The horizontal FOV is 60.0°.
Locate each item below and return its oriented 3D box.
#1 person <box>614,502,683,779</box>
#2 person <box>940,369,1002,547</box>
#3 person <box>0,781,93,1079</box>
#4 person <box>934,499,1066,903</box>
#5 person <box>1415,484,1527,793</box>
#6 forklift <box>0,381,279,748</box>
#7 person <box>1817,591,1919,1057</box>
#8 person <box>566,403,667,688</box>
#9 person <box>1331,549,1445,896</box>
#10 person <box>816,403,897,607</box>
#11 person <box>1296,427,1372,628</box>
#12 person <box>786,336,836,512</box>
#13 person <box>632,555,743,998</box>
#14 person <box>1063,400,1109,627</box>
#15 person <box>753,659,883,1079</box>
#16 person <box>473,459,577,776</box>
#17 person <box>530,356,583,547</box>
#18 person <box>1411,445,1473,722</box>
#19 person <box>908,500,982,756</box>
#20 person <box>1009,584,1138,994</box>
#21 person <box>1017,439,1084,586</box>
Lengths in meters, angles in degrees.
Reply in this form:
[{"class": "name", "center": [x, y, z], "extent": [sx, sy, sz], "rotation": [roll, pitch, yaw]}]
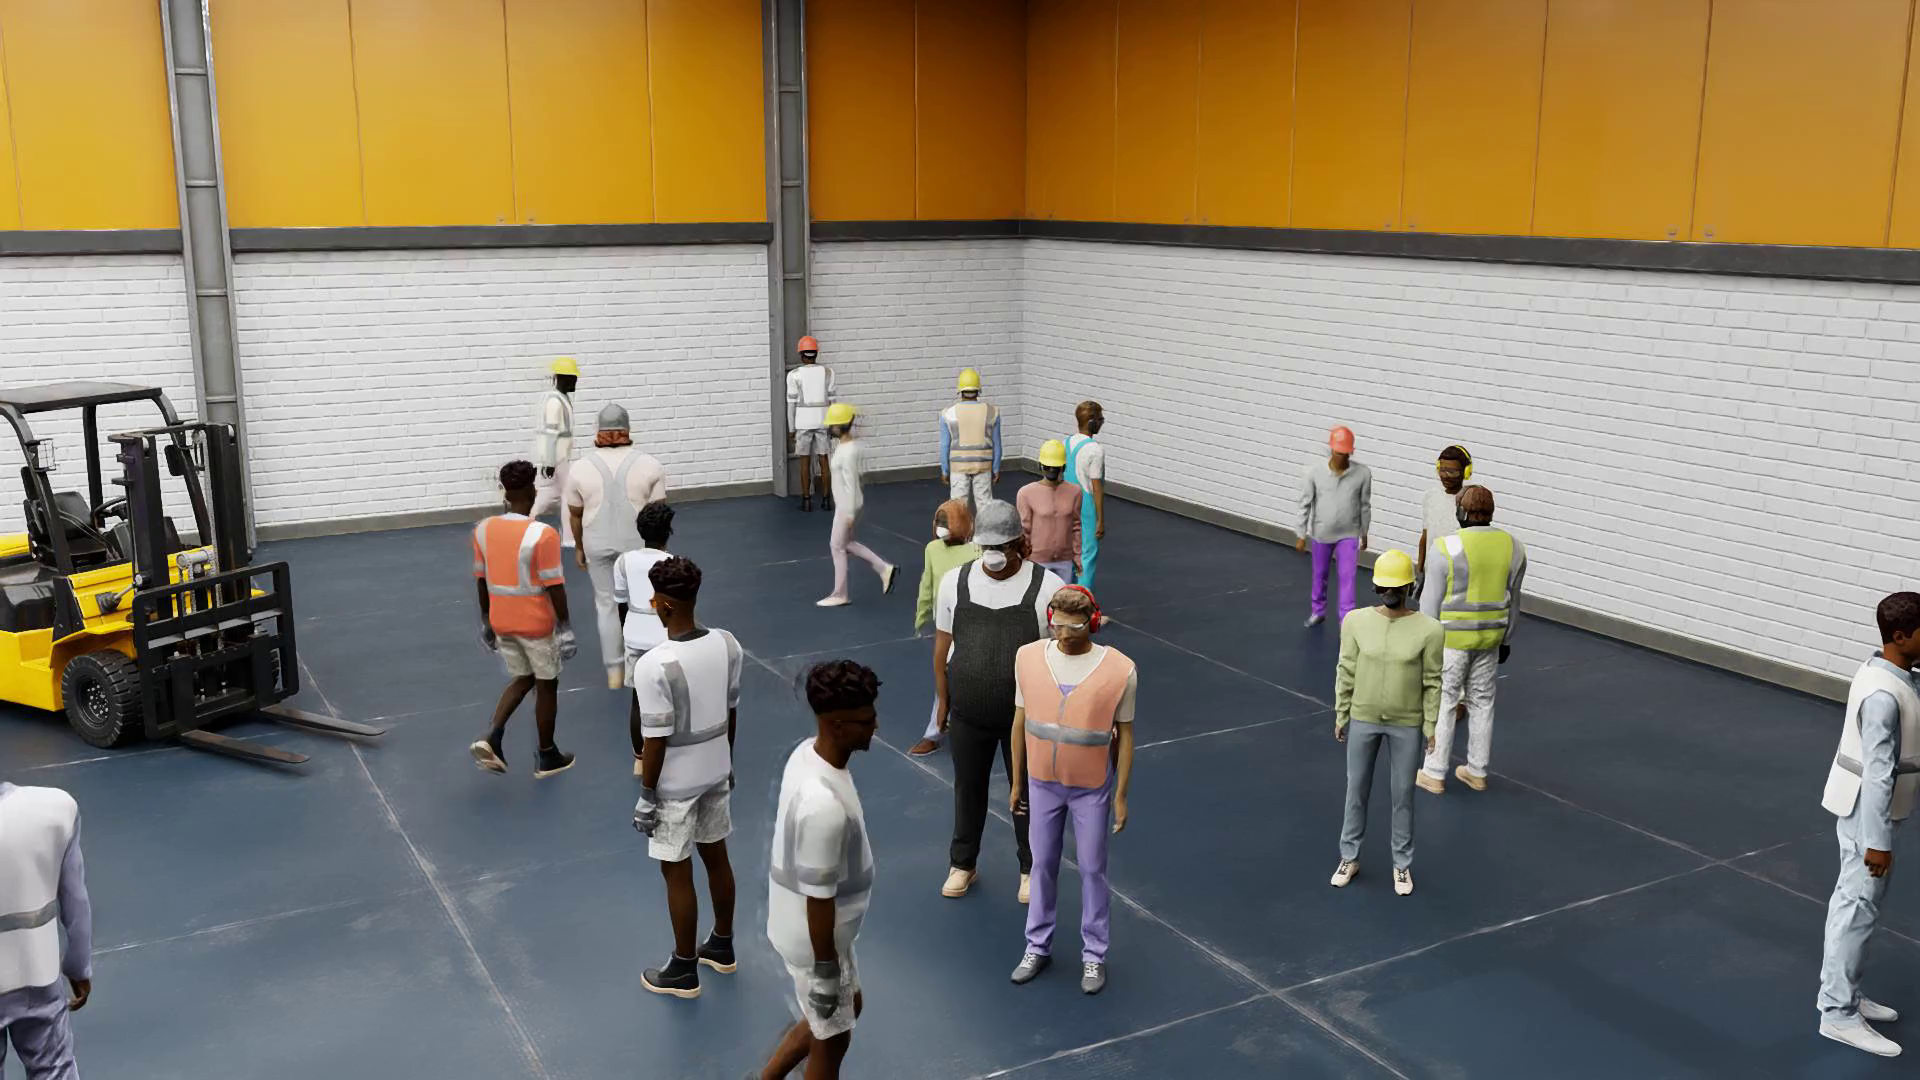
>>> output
[{"class": "person", "center": [-1.806, 0.614, 9.905], "extent": [0.535, 1.691, 0.322], "rotation": [6, 13, 26]}, {"class": "person", "center": [0.100, -0.695, 15.702], "extent": [0.589, 1.837, 0.404], "rotation": [-1, 12, -6]}, {"class": "person", "center": [-3.135, 1.459, 5.436], "extent": [0.384, 1.911, 0.592], "rotation": [11, 16, 42]}, {"class": "person", "center": [0.190, 0.800, 8.213], "extent": [0.689, 2.000, 0.538], "rotation": [3, 12, 12]}, {"class": "person", "center": [2.966, 0.582, 9.740], "extent": [0.640, 1.830, 0.429], "rotation": [-3, 13, -16]}, {"class": "forklift", "center": [-5.853, 0.085, 11.199], "extent": [2.313, 2.155, 1.214], "rotation": [7, 14, 28]}, {"class": "person", "center": [3.789, 1.142, 6.896], "extent": [0.392, 1.920, 0.589], "rotation": [6, 14, 28]}, {"class": "person", "center": [-2.435, 0.002, 11.952], "extent": [0.707, 2.000, 0.754], "rotation": [-1, 12, -5]}, {"class": "person", "center": [2.139, 0.910, 8.348], "extent": [0.522, 1.768, 0.312], "rotation": [4, 13, 19]}, {"class": "person", "center": [-0.892, -0.300, 14.040], "extent": [0.615, 1.746, 0.523], "rotation": [-1, 12, -4]}, {"class": "person", "center": [2.947, -0.072, 13.143], "extent": [0.585, 1.694, 0.760], "rotation": [1, 12, 7]}, {"class": "person", "center": [-1.630, -1.270, 18.218], "extent": [0.545, 1.919, 0.422], "rotation": [-3, 12, -15]}, {"class": "person", "center": [-1.204, 1.029, 7.312], "extent": [0.361, 1.964, 0.613], "rotation": [7, 14, 31]}, {"class": "person", "center": [1.001, -0.208, 13.429], "extent": [0.342, 1.840, 0.505], "rotation": [-7, 14, -30]}, {"class": "person", "center": [-0.520, 1.352, 5.817], "extent": [0.518, 1.956, 0.654], "rotation": [-2, 12, -8]}, {"class": "person", "center": [-2.612, 0.492, 9.882], "extent": [0.653, 1.943, 0.586], "rotation": [7, 14, 29]}, {"class": "person", "center": [-4.022, -0.856, 16.315], "extent": [0.706, 1.901, 0.604], "rotation": [-2, 12, -11]}, {"class": "person", "center": [3.239, 0.286, 11.058], "extent": [0.327, 1.862, 0.510], "rotation": [-11, 16, -41]}, {"class": "person", "center": [-0.032, 0.521, 10.578], "extent": [0.846, 1.591, 0.515], "rotation": [-11, 17, -43]}, {"class": "person", "center": [0.495, 1.083, 7.361], "extent": [0.565, 1.840, 0.390], "rotation": [4, 13, 19]}, {"class": "person", "center": [0.650, 0.149, 11.915], "extent": [0.527, 1.765, 0.328], "rotation": [-5, 13, -21]}]
